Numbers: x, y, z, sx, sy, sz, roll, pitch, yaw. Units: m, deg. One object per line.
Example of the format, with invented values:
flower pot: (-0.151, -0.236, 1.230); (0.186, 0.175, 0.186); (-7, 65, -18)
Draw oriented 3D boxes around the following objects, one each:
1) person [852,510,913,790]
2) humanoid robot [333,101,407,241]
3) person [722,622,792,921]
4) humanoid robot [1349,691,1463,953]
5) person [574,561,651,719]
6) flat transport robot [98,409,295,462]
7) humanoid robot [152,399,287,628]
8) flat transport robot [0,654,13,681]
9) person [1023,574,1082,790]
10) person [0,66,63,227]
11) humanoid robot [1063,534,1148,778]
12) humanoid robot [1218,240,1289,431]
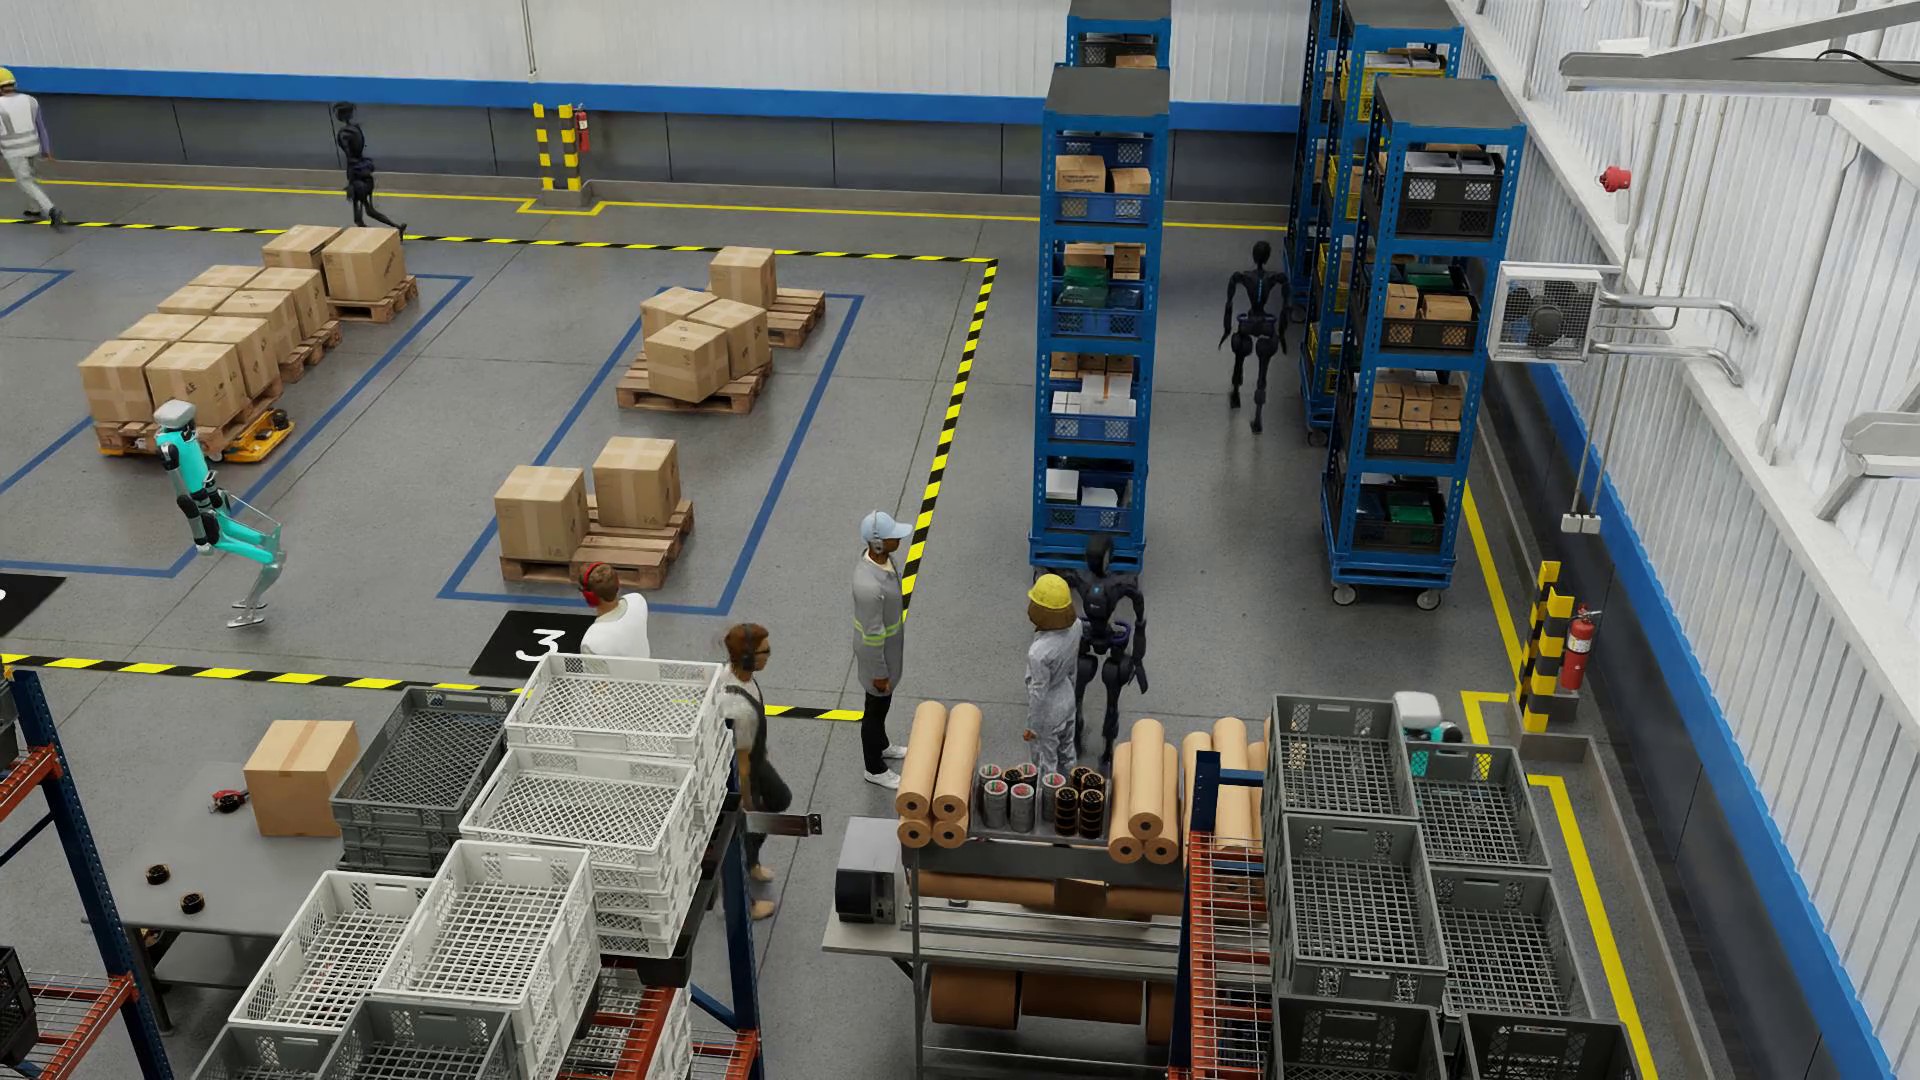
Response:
person: (-0.455, 0.646, 9.990); (0.371, 1.852, 0.588); (2, 30, 3)
humanoid robot: (-6.453, -3.943, 18.062); (0.571, 1.641, 0.609); (-2, 30, -4)
person: (-1.142, 1.248, 8.985); (0.491, 1.819, 0.540); (-5, 31, -9)
humanoid robot: (2.268, 1.687, 8.363); (0.530, 1.780, 0.999); (-3, 30, -4)
person: (-1.929, 0.935, 9.507); (0.389, 1.837, 0.563); (10, 32, 17)
flat transport robot: (-6.541, -0.934, 14.249); (1.431, 0.197, 0.652); (3, 30, 6)
humanoid robot: (-4.971, -0.181, 11.392); (0.735, 1.677, 0.533); (-4, 30, -7)
flat transport robot: (-7.142, 0.969, 11.010); (1.431, 0.231, 0.659); (3, 30, 6)
person: (0.503, 0.957, 9.561); (0.296, 1.743, 0.492); (17, 34, 27)
person: (-10.542, -4.409, 18.726); (0.835, 1.794, 0.585); (14, 33, 22)
humanoid robot: (0.857, 0.705, 10.060); (0.601, 1.655, 0.326); (9, 31, 14)
humanoid robot: (2.547, -1.801, 14.405); (0.595, 1.628, 0.764); (2, 30, 3)
